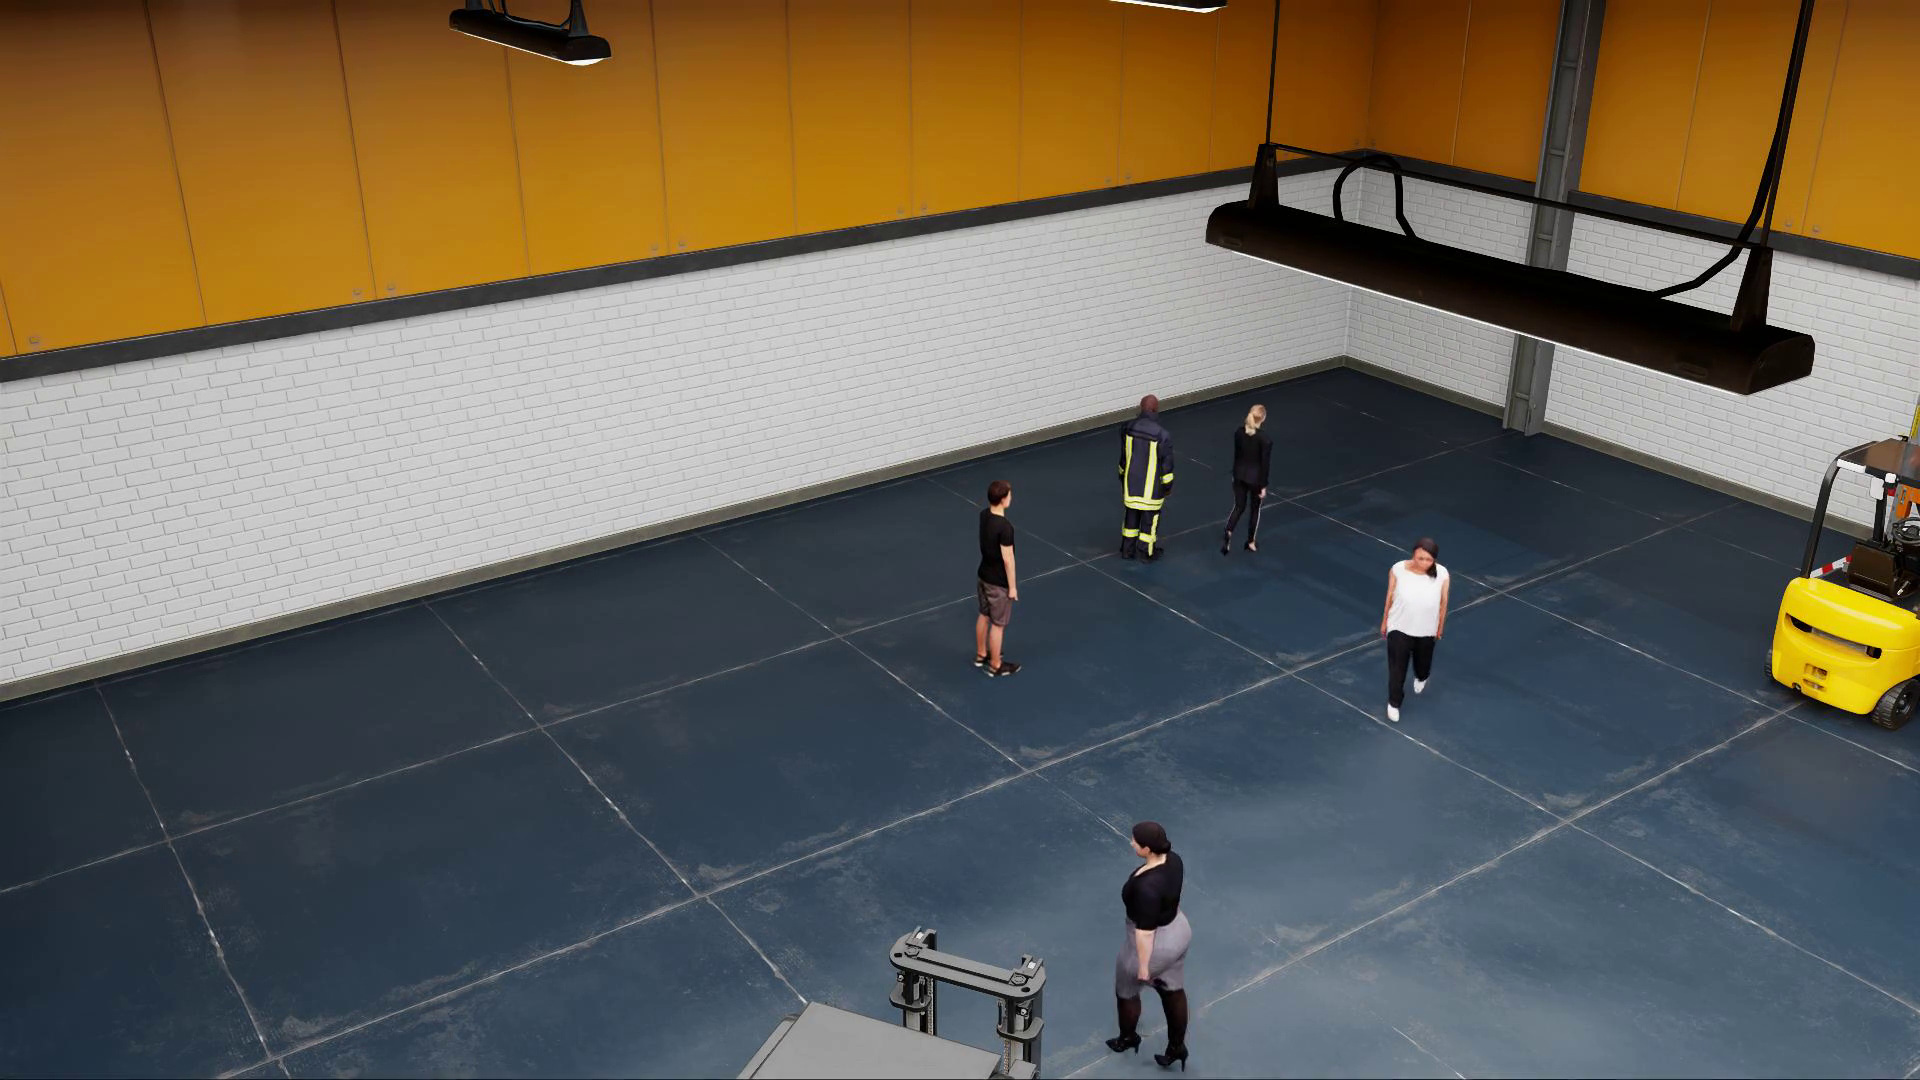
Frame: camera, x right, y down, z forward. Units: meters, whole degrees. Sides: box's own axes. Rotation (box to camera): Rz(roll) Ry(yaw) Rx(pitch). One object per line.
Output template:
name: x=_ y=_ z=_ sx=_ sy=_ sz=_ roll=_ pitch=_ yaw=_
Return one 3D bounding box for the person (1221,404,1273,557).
person: x=2.947 y=-0.572 z=17.222 sx=0.934 sy=1.685 sz=0.844 roll=18 pitch=29 yaw=35

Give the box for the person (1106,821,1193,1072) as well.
person: x=1.276 y=2.514 z=10.111 sx=0.901 sy=1.725 sz=0.837 roll=15 pitch=28 yaw=31

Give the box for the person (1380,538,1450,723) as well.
person: x=3.908 y=0.715 z=14.299 sx=0.939 sy=1.667 sz=0.985 roll=8 pitch=25 yaw=17

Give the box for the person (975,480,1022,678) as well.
person: x=0.312 y=0.329 z=14.941 sx=0.748 sy=1.861 sz=0.553 roll=-12 pitch=26 yaw=-25

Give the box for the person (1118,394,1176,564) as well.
person: x=1.905 y=-0.647 z=17.218 sx=0.787 sy=1.825 sz=0.914 roll=13 pitch=27 yaw=28
